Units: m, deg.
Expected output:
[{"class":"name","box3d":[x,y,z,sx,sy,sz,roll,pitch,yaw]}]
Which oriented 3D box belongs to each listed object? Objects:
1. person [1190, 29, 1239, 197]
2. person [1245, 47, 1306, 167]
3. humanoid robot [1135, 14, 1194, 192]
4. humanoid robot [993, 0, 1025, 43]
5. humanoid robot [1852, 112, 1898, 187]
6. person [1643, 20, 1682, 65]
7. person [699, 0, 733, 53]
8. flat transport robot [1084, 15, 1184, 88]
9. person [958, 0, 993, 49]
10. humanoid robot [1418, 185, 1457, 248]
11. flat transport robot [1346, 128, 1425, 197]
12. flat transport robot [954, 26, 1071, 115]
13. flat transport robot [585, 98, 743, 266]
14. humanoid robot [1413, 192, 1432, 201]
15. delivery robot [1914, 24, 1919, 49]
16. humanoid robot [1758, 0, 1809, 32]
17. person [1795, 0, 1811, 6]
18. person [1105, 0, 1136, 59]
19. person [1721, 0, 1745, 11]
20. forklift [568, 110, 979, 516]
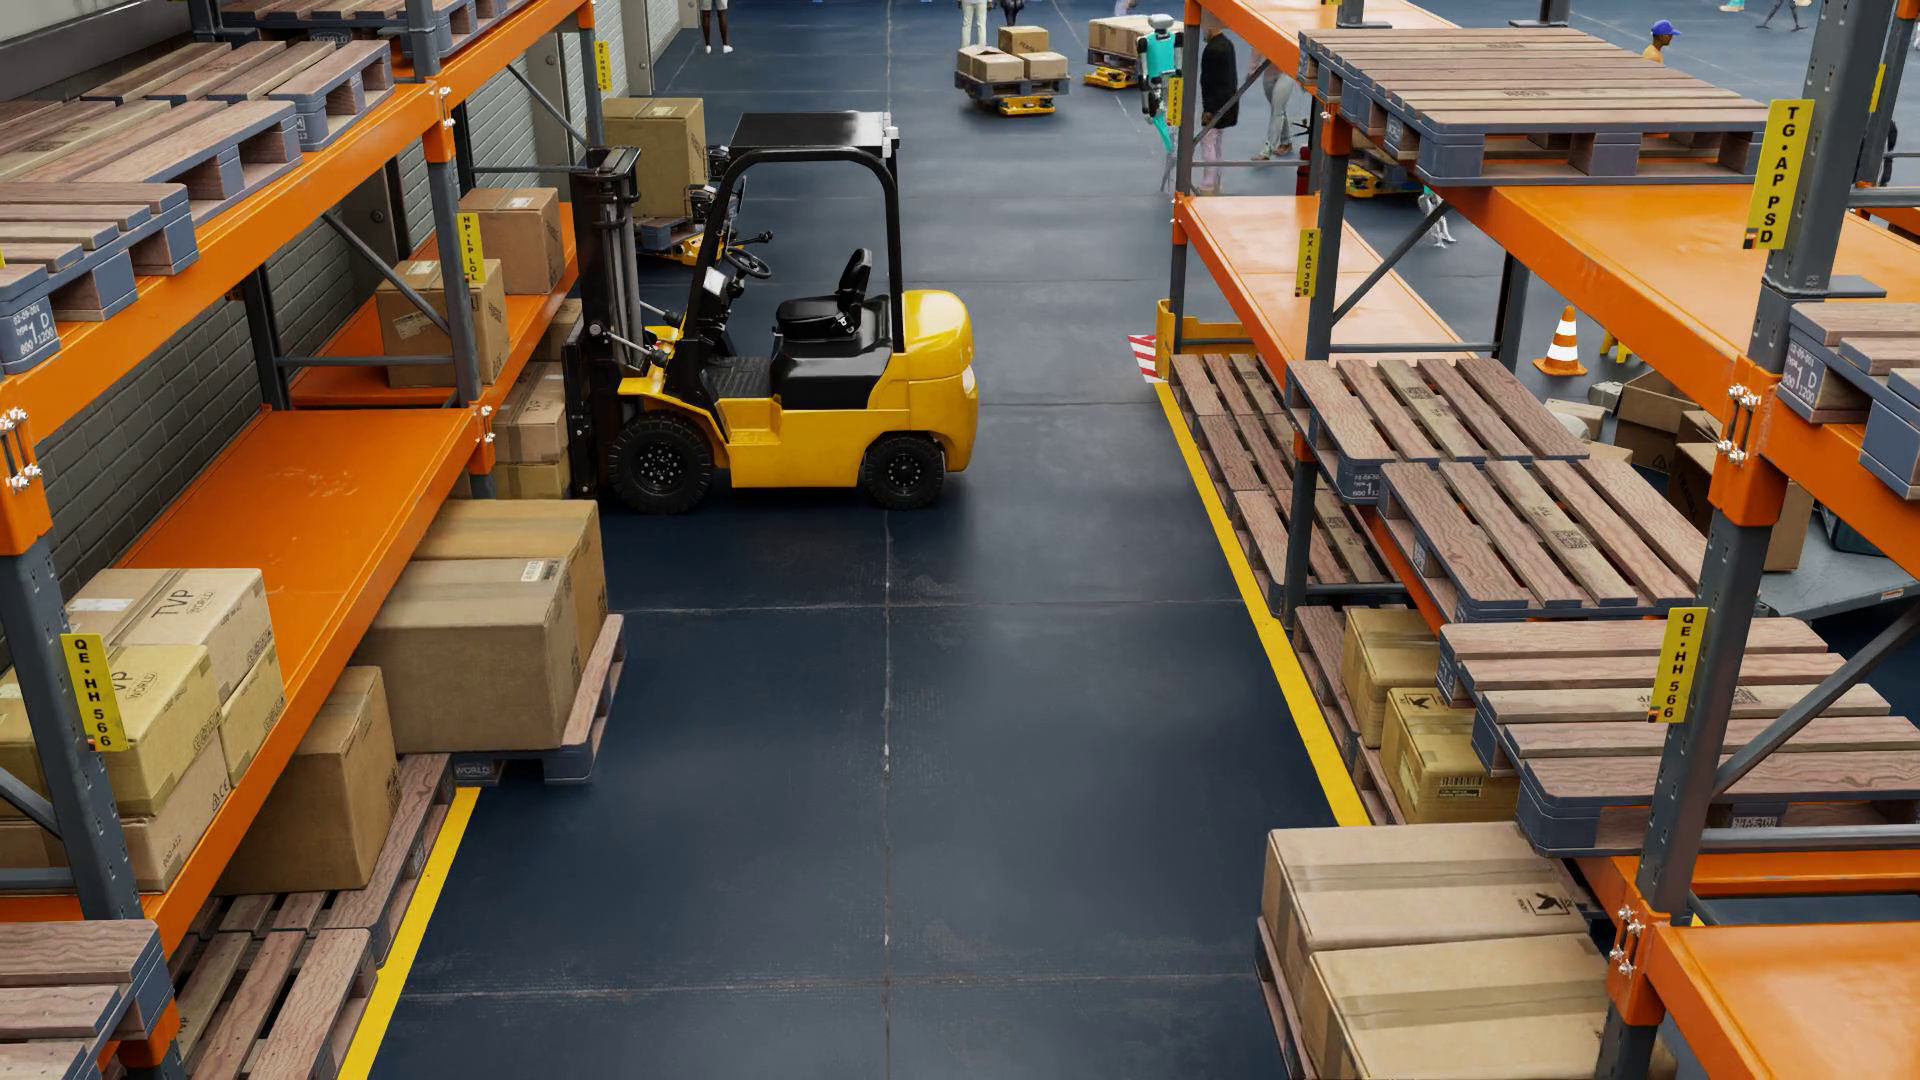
[{"class":"person","box3d":[2.580,-4.374,16.749,0.446,1.830,0.571,13,28,25]},{"class":"person","box3d":[3.514,-5.089,18.202,0.641,1.890,1.027,20,32,36]},{"class":"humanoid robot","box3d":[2.131,-4.368,16.839,0.560,1.784,0.695,-11,27,-22]},{"class":"humanoid robot","box3d":[0.729,-8.178,25.033,0.622,1.628,0.774,-23,33,-39]},{"class":"humanoid robot","box3d":[7.546,-3.021,14.064,0.608,1.637,0.401,9,27,19]},{"class":"person","box3d":[7.028,-4.419,16.976,0.382,1.712,0.444,8,26,17]},{"class":"person","box3d":[-3.714,-8.287,24.944,0.555,1.898,0.358,-1,25,-2]},{"class":"flat transport robot","box3d":[2.472,-6.430,22.921,1.431,0.231,0.659,-16,30,-30]},{"class":"person","box3d":[0.224,-7.958,24.417,0.574,1.749,0.333,8,26,16]},{"class":"humanoid robot","box3d":[4.414,-3.562,15.116,0.539,1.792,0.673,-20,32,-35]},{"class":"flat transport robot","box3d":[4.639,-3.728,17.198,1.431,0.231,0.659,-4,26,-8]},{"class":"flat transport robot","box3d":[0.645,-5.666,21.302,0.659,0.231,1.431,-9,27,-18]},{"class":"flat transport robot","box3d":[-2.746,-2.729,15.082,1.431,0.231,0.659,12,28,24]},{"class":"humanoid robot","box3d":[4.721,-4.241,16.685,0.694,1.637,0.585,23,34,40]},{"class":"delivery robot","box3d":[15.017,-7.803,25.476,0.753,0.579,0.499,-15,29,-29]},{"class":"humanoid robot","box3d":[13.524,-9.112,27.007,0.787,1.630,0.598,15,29,29]},{"class":"person","box3d":[15.210,-10.559,29.767,0.400,1.893,0.520,16,29,30]},{"class":"person","box3d":[2.433,-7.996,24.407,0.487,1.830,0.570,-4,26,-7]},{"class":"person","box3d":[13.699,-10.234,29.066,0.364,1.910,0.498,20,32,36]},{"class":"forklift","box3d":[-1.043,-1.379,9.976,2.313,2.155,1.214,-1,25,-2]}]
